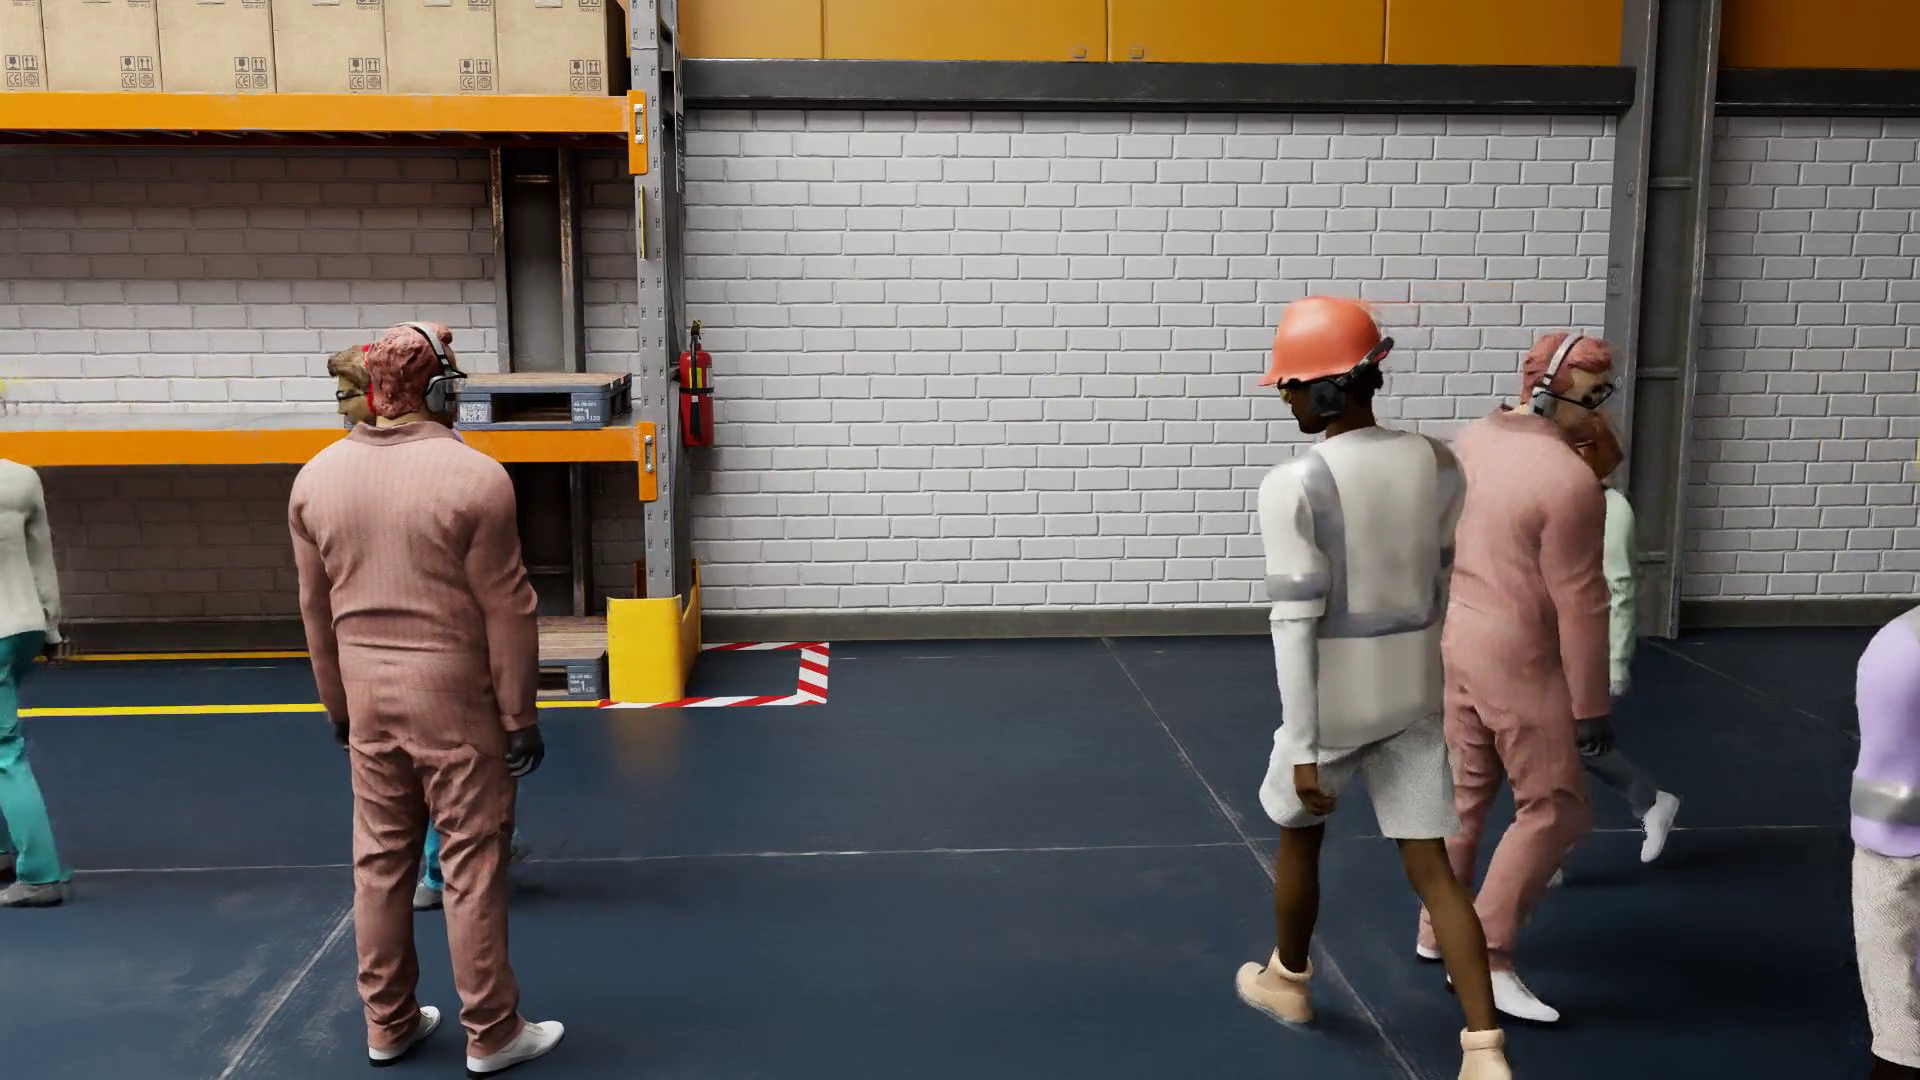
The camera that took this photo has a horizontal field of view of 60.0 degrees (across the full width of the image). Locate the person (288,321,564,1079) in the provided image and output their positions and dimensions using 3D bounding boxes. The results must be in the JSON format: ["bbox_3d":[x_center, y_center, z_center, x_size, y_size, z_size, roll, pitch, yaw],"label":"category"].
[{"bbox_3d":[-1.328,0.407,4.216,0.637,1.911,0.406,3,9,17],"label":"person"}]

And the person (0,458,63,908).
[{"bbox_3d":[-3.187,0.318,5.308,0.689,1.738,0.536,1,9,9],"label":"person"}]

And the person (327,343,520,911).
[{"bbox_3d":[-1.670,0.300,5.162,0.433,1.816,0.613,0,9,-1],"label":"person"}]

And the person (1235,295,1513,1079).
[{"bbox_3d":[1.012,0.397,4.068,0.641,1.985,1.075,-3,10,-18],"label":"person"}]

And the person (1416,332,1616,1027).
[{"bbox_3d":[1.548,0.360,4.642,0.412,1.874,0.719,-2,9,-14],"label":"person"}]

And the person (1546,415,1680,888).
[{"bbox_3d":[2.100,0.351,5.478,0.654,1.610,0.528,-2,9,-10],"label":"person"}]

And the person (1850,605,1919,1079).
[{"bbox_3d":[1.686,0.694,2.608,0.659,1.874,0.879,0,9,0],"label":"person"}]
